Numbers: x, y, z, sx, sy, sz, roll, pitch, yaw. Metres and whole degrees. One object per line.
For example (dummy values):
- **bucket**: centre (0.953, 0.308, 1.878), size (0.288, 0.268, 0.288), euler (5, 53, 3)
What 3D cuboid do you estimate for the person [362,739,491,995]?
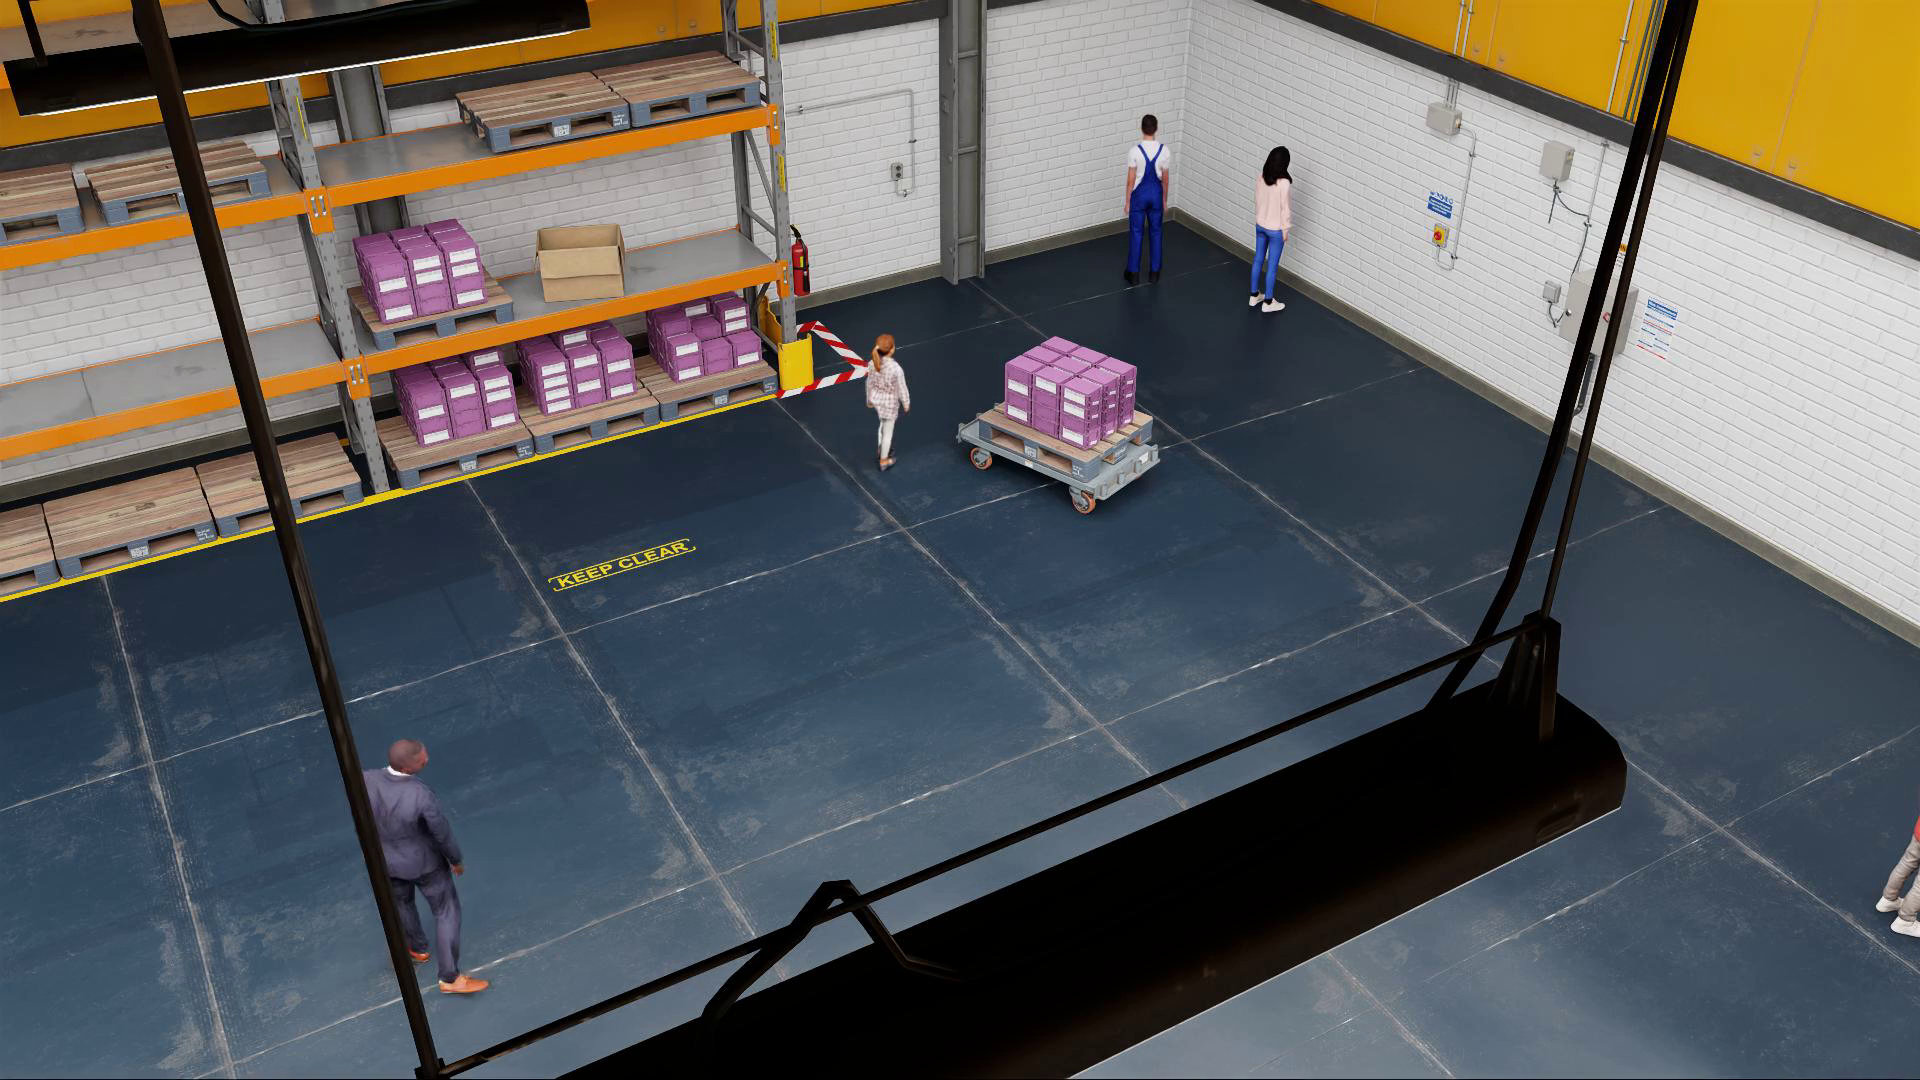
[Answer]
- **person**: centre (-3.224, 1.839, 9.648), size (0.947, 1.796, 1.020), euler (0, 34, 0)

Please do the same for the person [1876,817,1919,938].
- **person**: centre (5.901, 1.792, 10.061), size (0.610, 1.416, 0.593), euler (0, 34, 0)

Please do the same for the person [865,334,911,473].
- **person**: centre (-0.698, -1.188, 14.650), size (0.607, 1.300, 0.622), euler (24, 40, 31)

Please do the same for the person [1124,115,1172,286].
- **person**: centre (1.999, -3.658, 17.870), size (0.645, 1.849, 0.773), euler (-3, 34, -5)

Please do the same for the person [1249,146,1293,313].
- **person**: centre (3.233, -3.247, 17.323), size (0.543, 1.769, 0.648), euler (-20, 38, -27)
